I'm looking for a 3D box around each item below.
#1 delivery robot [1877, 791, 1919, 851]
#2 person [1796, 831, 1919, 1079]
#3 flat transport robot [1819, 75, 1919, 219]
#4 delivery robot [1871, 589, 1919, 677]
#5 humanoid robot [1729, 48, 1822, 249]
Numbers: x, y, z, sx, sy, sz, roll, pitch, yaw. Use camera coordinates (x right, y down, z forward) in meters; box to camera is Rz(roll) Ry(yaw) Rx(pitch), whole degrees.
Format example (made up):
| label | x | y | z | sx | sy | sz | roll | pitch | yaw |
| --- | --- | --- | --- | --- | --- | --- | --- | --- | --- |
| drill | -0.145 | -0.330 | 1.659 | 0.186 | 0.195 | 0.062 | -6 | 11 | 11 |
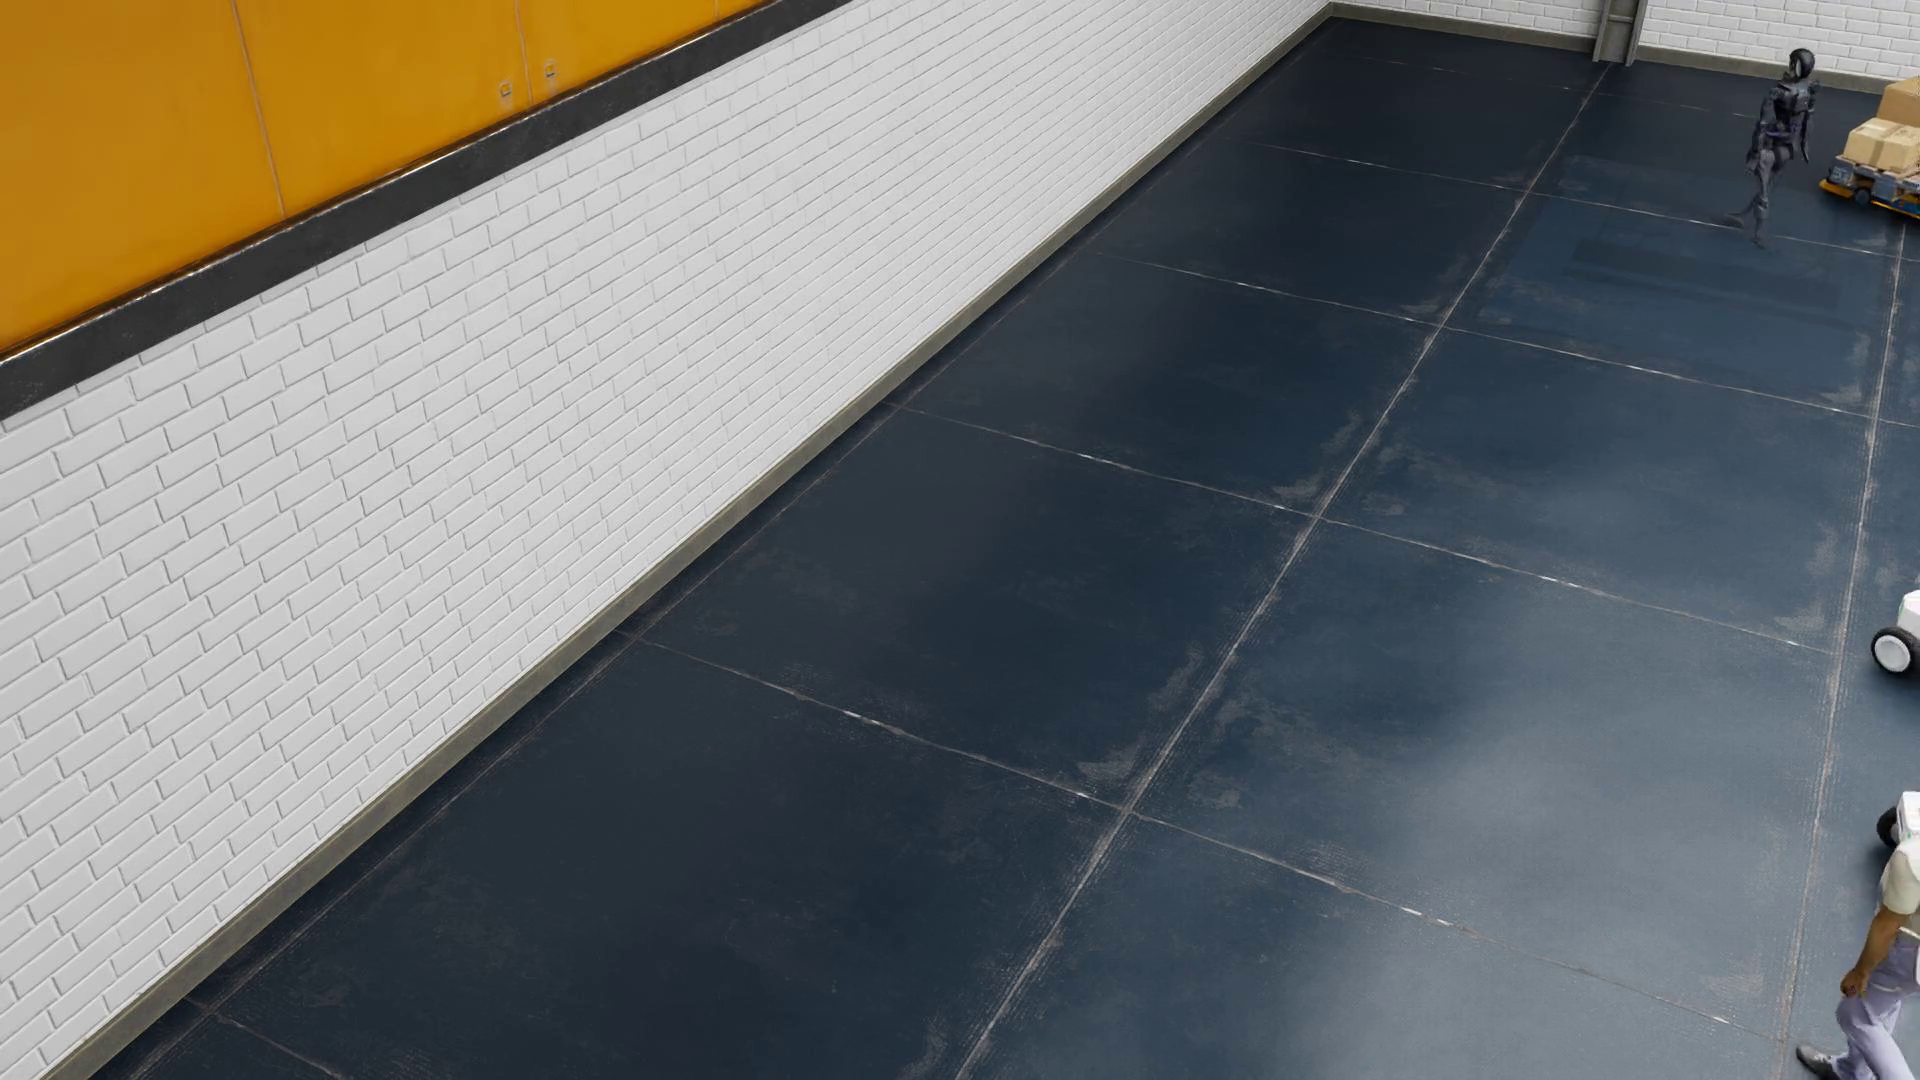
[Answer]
| label | x | y | z | sx | sy | sz | roll | pitch | yaw |
| --- | --- | --- | --- | --- | --- | --- | --- | --- | --- |
| delivery robot | 4.646 | 1.418 | 7.590 | 0.756 | 0.571 | 0.499 | 12 | 36 | 17 |
| person | 3.633 | 1.578 | 6.242 | 0.582 | 1.815 | 0.589 | -19 | 38 | -26 |
| flat transport robot | 8.302 | -2.974 | 14.402 | 0.659 | 0.231 | 1.431 | -21 | 39 | -28 |
| delivery robot | 5.363 | 0.562 | 8.901 | 0.499 | 0.613 | 0.797 | -16 | 37 | -23 |
| humanoid robot | 6.634 | -3.238 | 13.565 | 0.601 | 1.639 | 0.528 | -8 | 35 | -12 |
